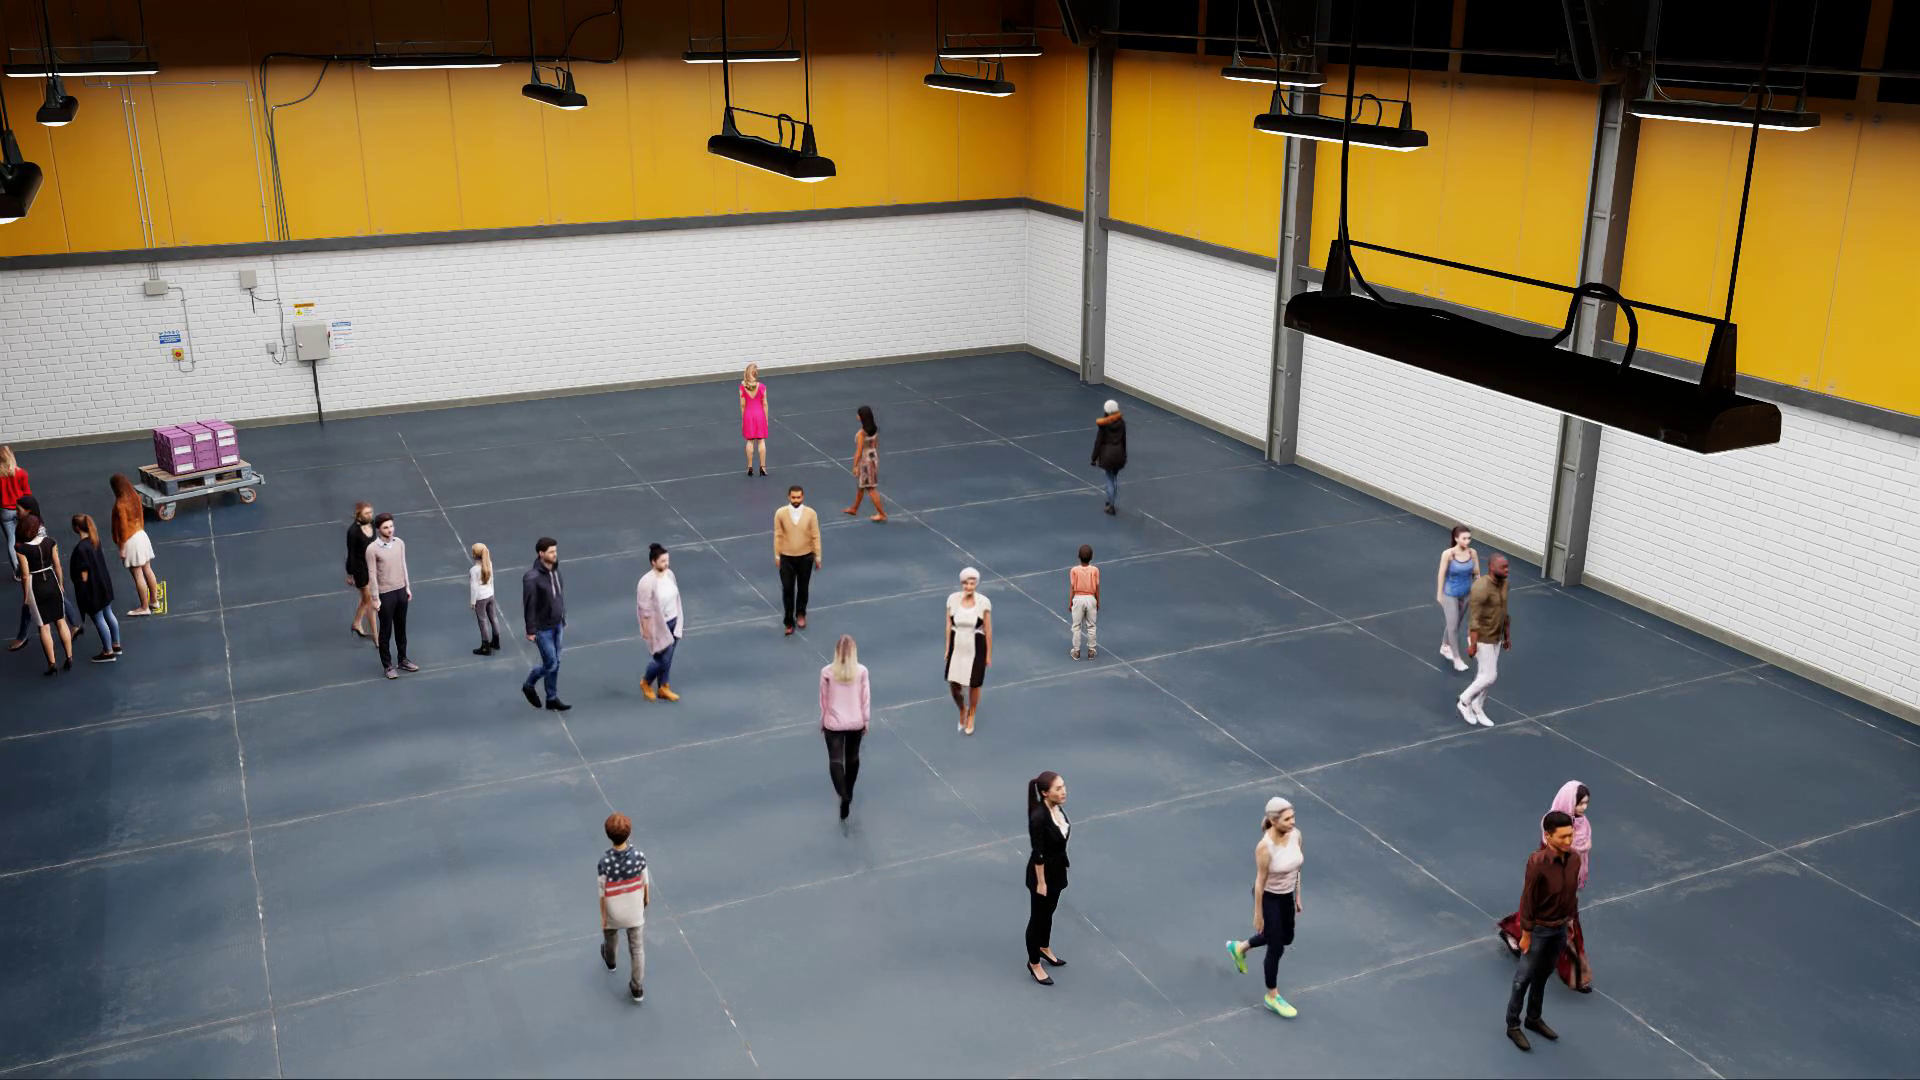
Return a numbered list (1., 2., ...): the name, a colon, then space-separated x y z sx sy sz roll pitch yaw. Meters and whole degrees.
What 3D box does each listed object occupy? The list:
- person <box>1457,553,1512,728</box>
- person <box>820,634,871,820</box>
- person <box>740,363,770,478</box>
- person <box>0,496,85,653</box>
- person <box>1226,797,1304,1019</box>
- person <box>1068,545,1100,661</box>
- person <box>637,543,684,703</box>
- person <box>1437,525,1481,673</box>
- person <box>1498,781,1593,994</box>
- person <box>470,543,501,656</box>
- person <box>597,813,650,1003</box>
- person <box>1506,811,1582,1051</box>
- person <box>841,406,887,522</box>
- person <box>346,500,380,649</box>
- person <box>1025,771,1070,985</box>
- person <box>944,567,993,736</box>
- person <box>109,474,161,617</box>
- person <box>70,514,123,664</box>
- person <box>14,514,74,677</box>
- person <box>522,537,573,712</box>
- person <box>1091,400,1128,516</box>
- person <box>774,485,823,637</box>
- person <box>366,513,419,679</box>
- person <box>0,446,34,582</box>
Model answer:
1. person: 5.189 0.966 16.606 0.807 1.813 0.770 -17 25 -41
2. person: -1.027 1.662 14.768 0.781 1.666 1.050 -2 19 -7
3. person: -3.088 -1.811 24.984 0.659 1.729 0.683 1 19 4
4. person: -10.128 0.364 18.486 0.738 1.755 1.003 -11 21 -29
5. person: 2.202 2.584 11.995 0.791 1.690 0.996 -16 24 -39
6. person: 1.362 0.676 18.255 0.557 1.310 0.567 0 19 -1
7. person: -3.148 0.842 17.102 0.922 1.732 0.866 9 20 24
8. person: 5.371 0.587 18.098 0.687 1.579 0.990 -5 19 -15
9. person: 4.384 2.504 12.382 0.805 1.594 1.138 -14 23 -35
10. person: -5.271 0.637 18.420 0.632 1.279 0.581 9 21 26
11. person: -2.433 2.696 12.105 0.547 1.407 0.893 -8 20 -23
12. person: 4.057 2.682 11.565 0.637 1.779 0.487 -9 21 -24
13. person: -1.217 -1.024 22.826 1.060 1.615 0.988 8 20 21
14. person: -6.650 0.370 18.521 0.935 1.720 0.862 7 20 19
15. person: 0.636 2.476 12.358 0.745 1.662 0.694 8 20 22
16. person: 0.095 1.076 16.393 0.810 1.741 0.865 4 19 12
17. person: -9.684 0.037 19.520 0.765 1.714 0.661 1 19 4
18. person: -9.443 0.511 18.162 0.775 1.683 0.650 0 19 1
19. person: -9.784 0.583 17.774 0.649 1.795 0.652 13 22 33
20. person: -4.269 0.847 16.858 0.940 1.877 0.880 7 20 20
21. person: 2.142 -1.128 23.145 0.645 1.609 0.702 -9 21 -24
22. person: -1.872 0.188 19.055 0.903 1.725 1.119 -2 19 -5
23. person: -6.085 0.567 17.801 0.695 1.807 0.703 13 23 34
24. person: -11.742 -0.333 20.638 0.630 1.702 0.552 -12 22 -31
